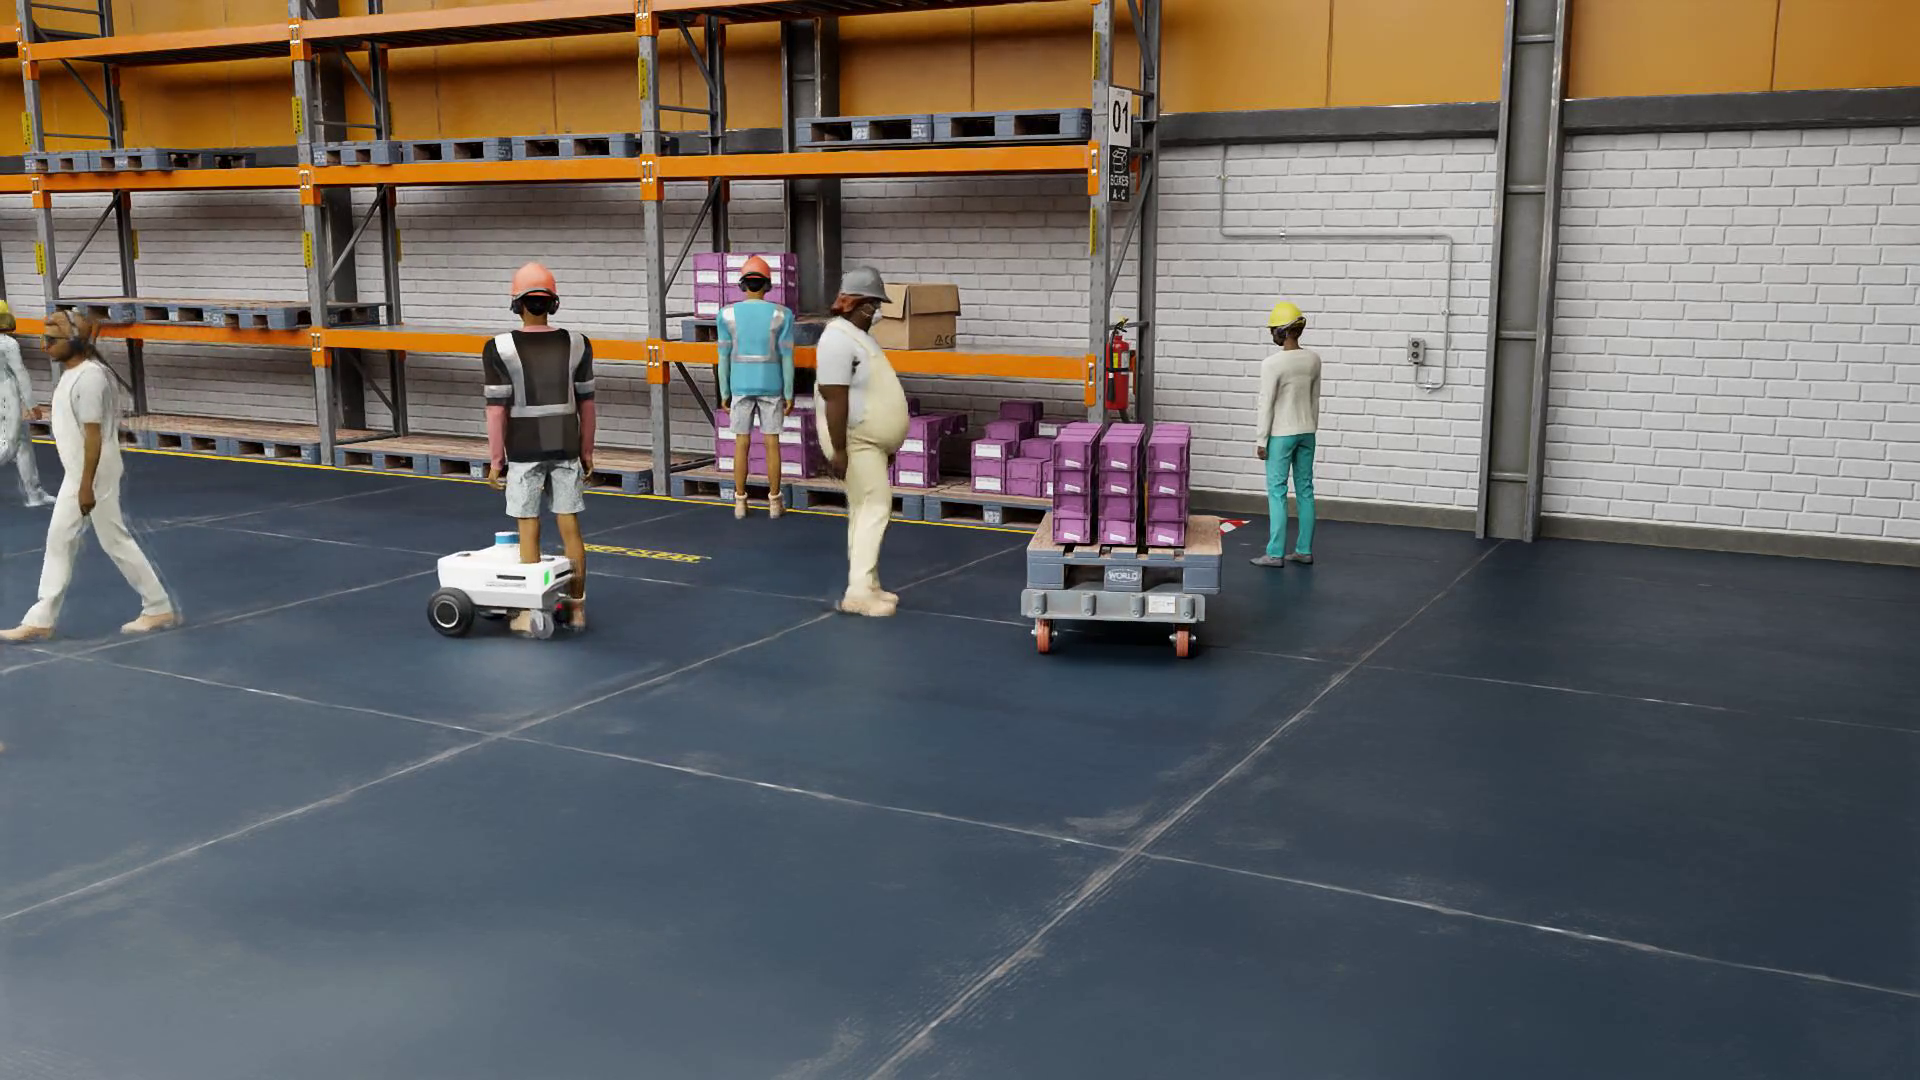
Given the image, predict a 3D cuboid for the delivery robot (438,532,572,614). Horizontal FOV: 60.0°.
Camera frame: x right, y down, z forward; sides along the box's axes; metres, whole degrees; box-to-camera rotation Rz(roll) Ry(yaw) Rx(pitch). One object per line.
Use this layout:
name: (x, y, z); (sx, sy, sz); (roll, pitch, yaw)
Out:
delivery robot: (-2.508, 0.198, 9.207); (0.707, 0.478, 0.477); (3, 11, 14)

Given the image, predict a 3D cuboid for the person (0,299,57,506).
person: (-7.713, -1.080, 13.306); (0.501, 1.702, 0.805); (7, 13, 35)

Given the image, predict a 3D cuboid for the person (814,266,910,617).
person: (-0.562, -0.588, 9.694); (0.539, 2.000, 0.700); (2, 10, 8)

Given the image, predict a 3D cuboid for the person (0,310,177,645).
person: (-4.770, -0.340, 9.014); (0.878, 1.803, 0.532); (-9, 14, -41)

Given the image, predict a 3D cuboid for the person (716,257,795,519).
person: (-1.576, -1.175, 12.949); (0.601, 2.034, 0.401); (0, 10, 0)

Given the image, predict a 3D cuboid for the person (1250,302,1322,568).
person: (2.163, -0.690, 11.037); (0.524, 1.761, 0.340); (-7, 12, -32)

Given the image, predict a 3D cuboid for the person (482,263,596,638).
person: (-2.300, -0.484, 9.123); (0.607, 2.044, 0.377); (-7, 12, -32)
